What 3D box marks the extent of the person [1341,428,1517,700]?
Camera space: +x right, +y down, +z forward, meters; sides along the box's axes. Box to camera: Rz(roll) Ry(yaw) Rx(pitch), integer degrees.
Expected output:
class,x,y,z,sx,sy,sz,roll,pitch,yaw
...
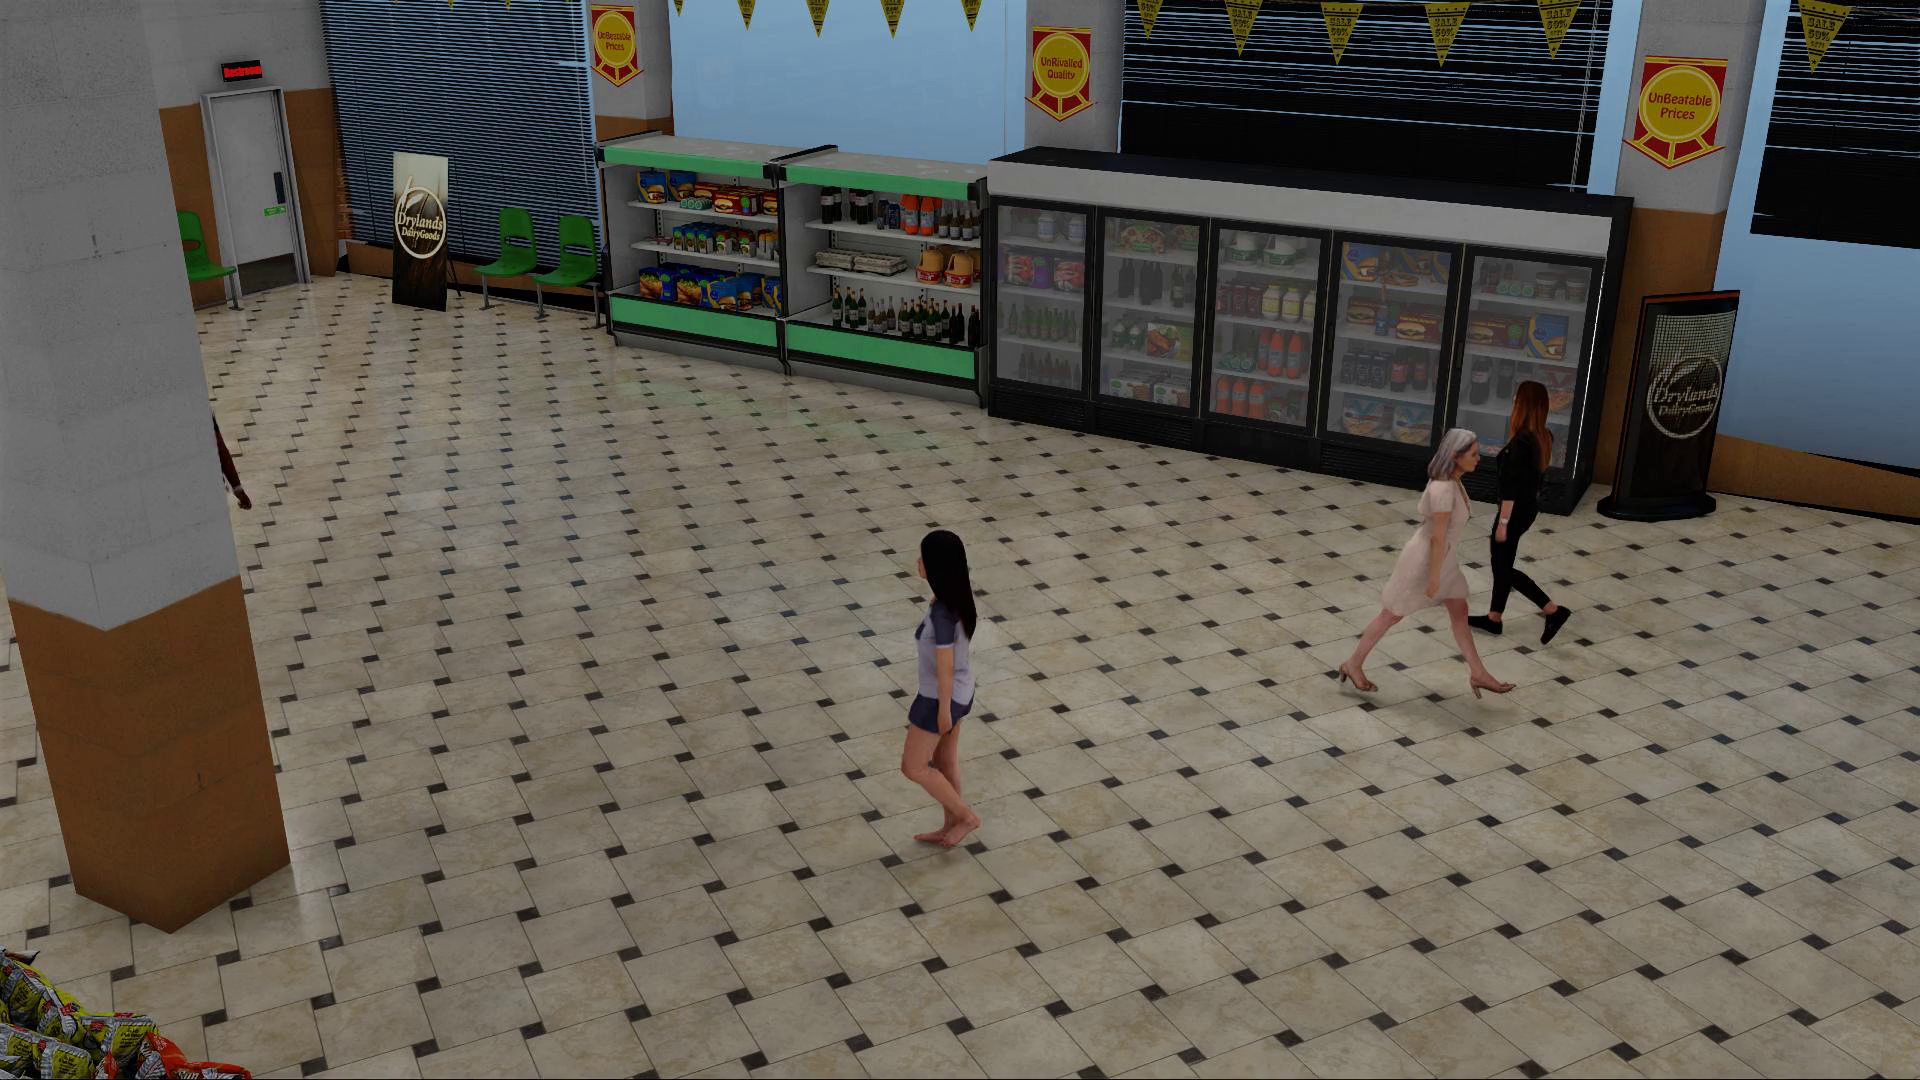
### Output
class,x,y,z,sx,sy,sz,roll,pitch,yaw
person,2.620,0.190,9.612,1.255,1.660,0.741,8,23,19

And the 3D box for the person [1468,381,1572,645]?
class,x,y,z,sx,sy,sz,roll,pitch,yaw
person,3.547,-0.134,10.369,0.964,1.696,0.690,16,27,35

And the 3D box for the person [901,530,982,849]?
class,x,y,z,sx,sy,sz,roll,pitch,yaw
person,-0.003,0.764,8.130,0.738,1.700,0.716,2,22,6
